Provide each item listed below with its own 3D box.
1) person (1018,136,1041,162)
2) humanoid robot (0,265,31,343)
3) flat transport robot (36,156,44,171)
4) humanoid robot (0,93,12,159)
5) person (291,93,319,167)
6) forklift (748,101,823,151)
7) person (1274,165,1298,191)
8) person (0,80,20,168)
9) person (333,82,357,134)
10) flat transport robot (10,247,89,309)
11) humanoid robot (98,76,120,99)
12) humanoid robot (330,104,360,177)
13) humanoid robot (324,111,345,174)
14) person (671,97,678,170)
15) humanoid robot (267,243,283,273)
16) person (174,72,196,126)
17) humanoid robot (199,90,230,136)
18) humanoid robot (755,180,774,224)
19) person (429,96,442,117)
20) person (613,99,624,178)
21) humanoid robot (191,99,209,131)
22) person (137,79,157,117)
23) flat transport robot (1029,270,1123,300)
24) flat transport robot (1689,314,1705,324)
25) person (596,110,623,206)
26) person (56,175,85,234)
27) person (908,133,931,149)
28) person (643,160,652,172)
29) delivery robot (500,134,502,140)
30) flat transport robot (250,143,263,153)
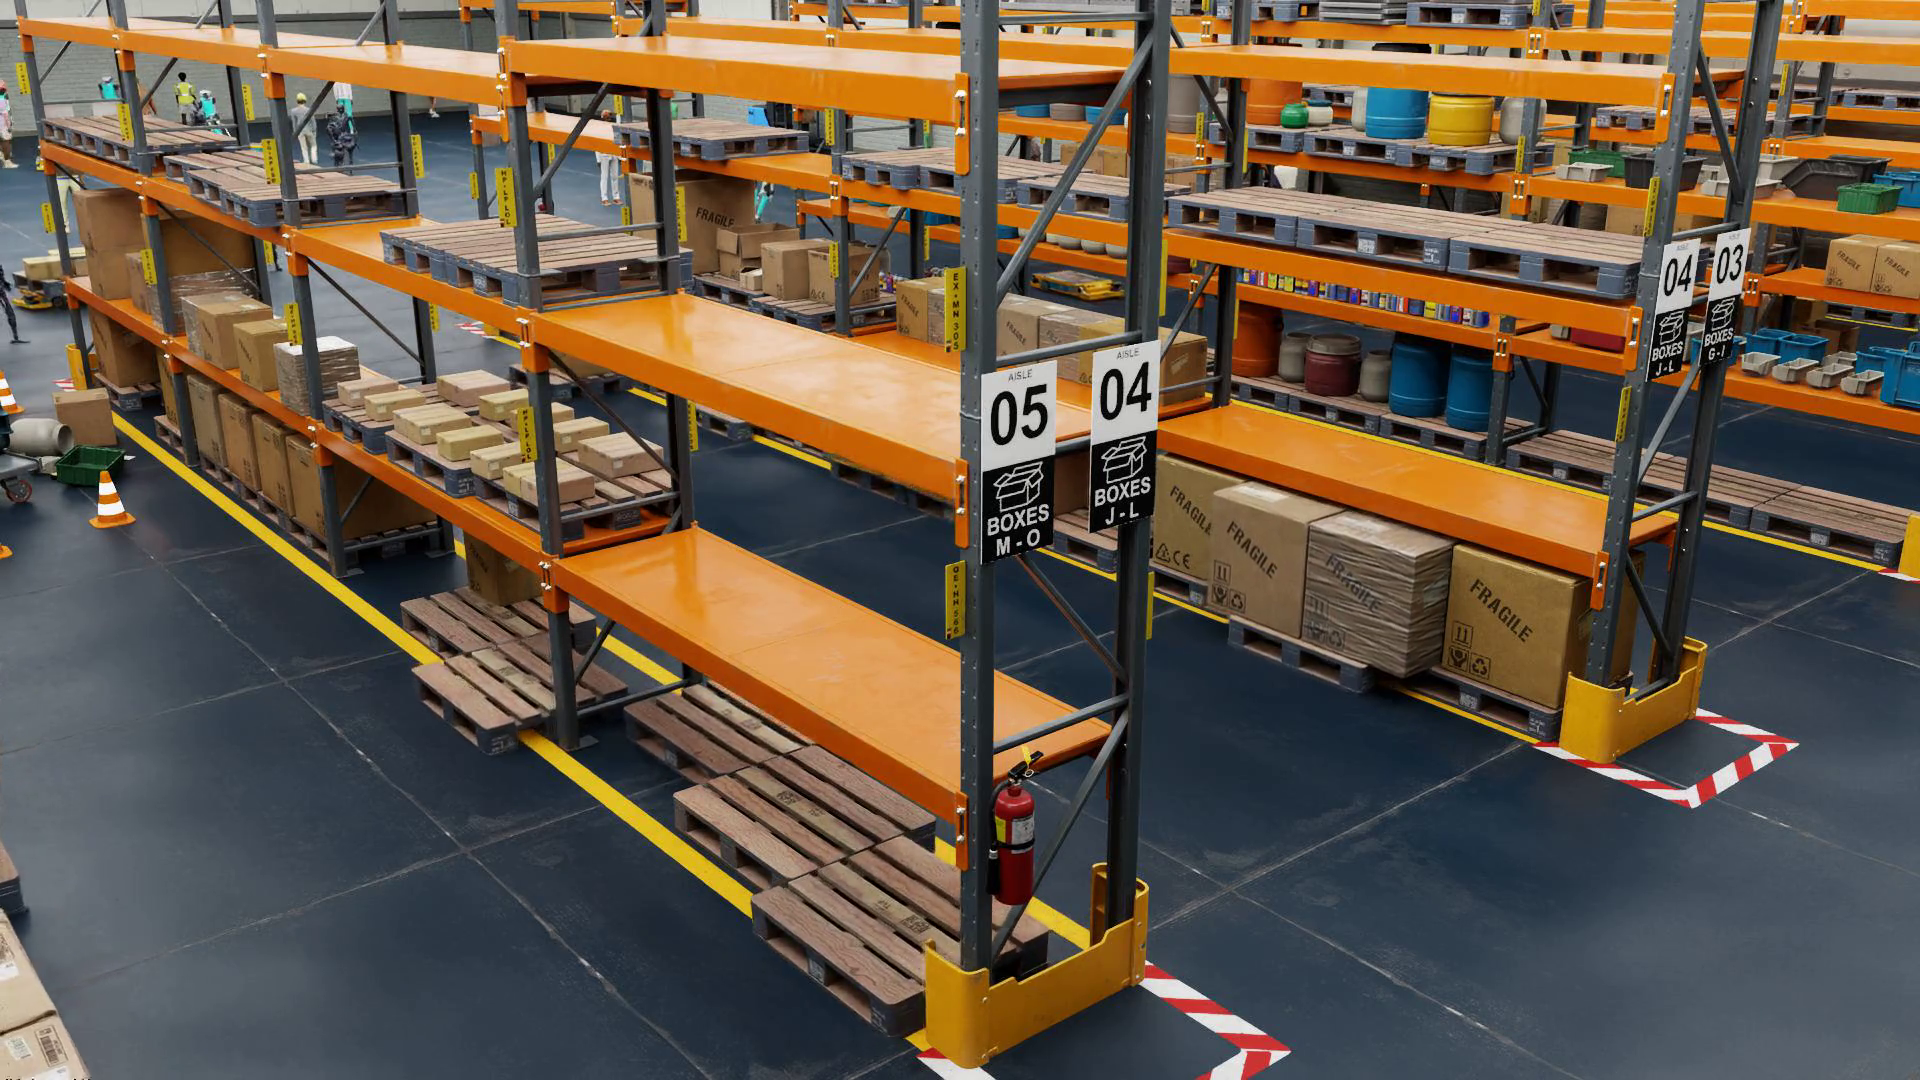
[{"bbox_3d":[1.279,-6.664,30.663,0.542,1.753,0.414,-12,23,-30],"label":"person"},{"bbox_3d":[-12.426,-3.300,21.257,0.728,1.635,0.609,-3,20,-7],"label":"humanoid robot"},{"bbox_3d":[-21.398,-8.879,39.207,0.659,0.231,1.431,-10,21,-25],"label":"flat transport robot"},{"bbox_3d":[-23.501,-10.187,40.714,0.531,1.765,0.837,-9,21,-25],"label":"humanoid robot"},{"bbox_3d":[-15.244,-9.500,38.733,0.530,1.753,0.414,-4,20,-11],"label":"person"},{"bbox_3d":[-4.526,-11.368,42.374,1.129,2.768,1.873,-15,24,-37],"label":"forklift"},{"bbox_3d":[5.287,-5.500,27.289,0.574,1.808,0.645,-14,24,-35],"label":"person"},{"bbox_3d":[-22.504,-9.777,39.145,0.729,2.007,0.483,16,25,38],"label":"person"},{"bbox_3d":[-17.286,-12.367,46.651,0.487,1.917,0.382,-1,19,-3],"label":"person"},{"bbox_3d":[-12.886,-3.569,24.093,0.659,0.231,1.431,16,25,38],"label":"flat transport robot"},{"bbox_3d":[-22.654,-11.582,44.759,0.533,1.772,1.015,1,19,3],"label":"humanoid robot"},{"bbox_3d":[-13.713,-8.879,37.083,0.584,1.634,0.415,-3,20,-9],"label":"humanoid robot"},{"bbox_3d":[-13.244,-8.341,35.543,0.462,1.643,0.613,-3,20,-7],"label":"humanoid robot"},{"bbox_3d":[-6.756,-9.527,38.534,0.486,1.939,0.908,-5,20,-15],"label":"person"},{"bbox_3d":[-10.925,-5.043,26.177,0.601,1.644,0.355,9,21,23],"label":"humanoid robot"},{"bbox_3d":[-21.721,-12.264,46.694,0.528,1.688,0.322,-10,22,-27],"label":"person"},{"bbox_3d":[-17.572,-9.699,39.469,0.804,1.878,0.563,8,21,21],"label":"humanoid robot"},{"bbox_3d":[-3.535,-6.021,28.859,0.530,1.776,0.787,7,20,18],"label":"humanoid robot"},{"bbox_3d":[-16.349,-14.018,51.410,0.540,1.868,0.460,18,26,41],"label":"person"},{"bbox_3d":[-7.558,-9.108,37.419,0.379,1.888,0.570,5,20,14],"label":"person"},{"bbox_3d":[-17.641,-9.374,38.567,0.728,1.652,0.612,2,20,7],"label":"humanoid robot"},{"bbox_3d":[-21.139,-11.002,42.945,0.822,1.787,0.972,-17,26,-40],"label":"person"},{"bbox_3d":[1.718,-3.790,24.721,0.659,0.231,1.431,-13,23,-33],"label":"flat transport robot"},{"bbox_3d":[9.926,-2.962,22.366,0.659,0.231,1.431,-15,24,-36],"label":"flat transport robot"},{"bbox_3d":[-7.027,-7.643,33.281,0.564,1.872,0.351,-17,25,-40],"label":"person"},{"bbox_3d":[-16.068,-6.479,29.932,0.529,1.893,0.400,-12,23,-32],"label":"person"},{"bbox_3d":[-0.807,-7.499,33.057,0.487,1.740,0.329,-4,20,-11],"label":"person"},{"bbox_3d":[-5.204,-5.939,28.308,0.372,1.954,0.603,-2,19,-7],"label":"person"},{"bbox_3d":[-12.232,-11.142,45.239,0.499,0.611,0.814,-12,23,-31],"label":"delivery robot"},{"bbox_3d":[-17.778,-9.914,42.151,1.431,0.231,0.659,2,19,6],"label":"flat transport robot"}]
